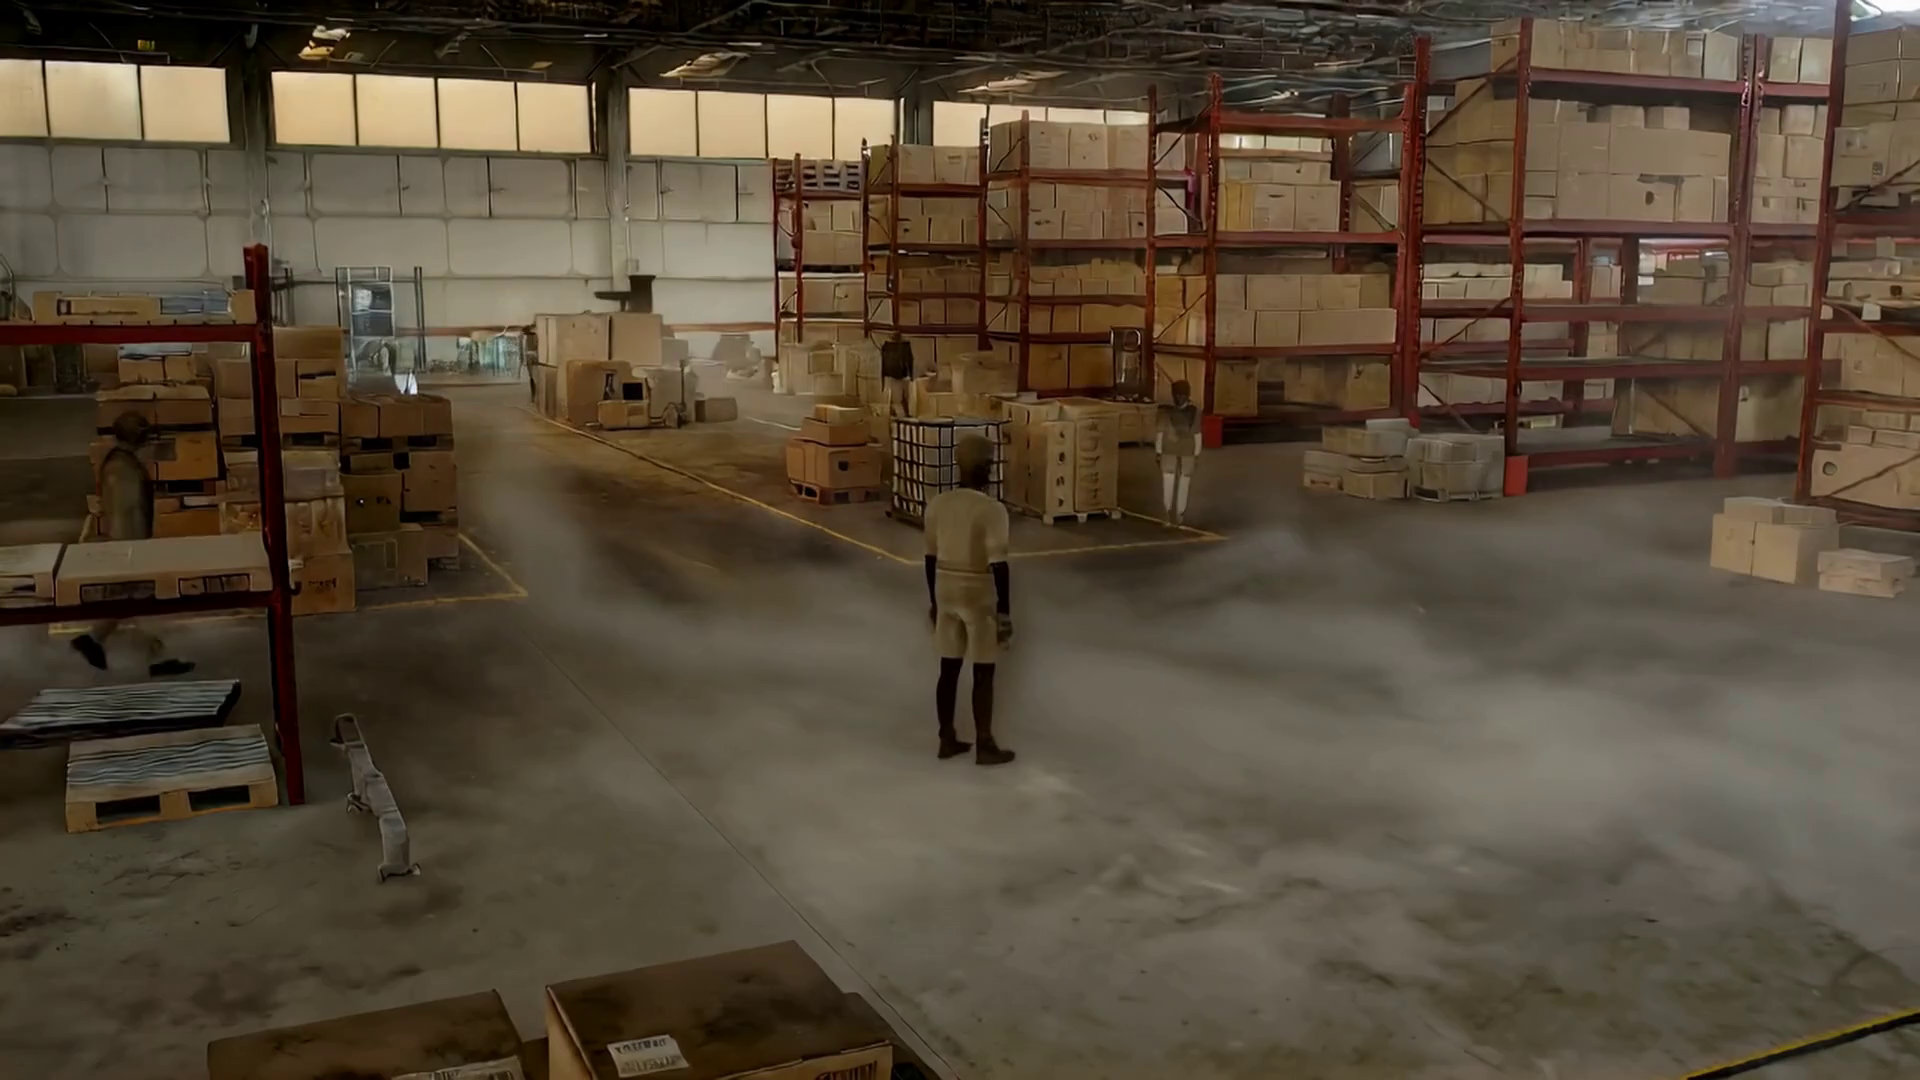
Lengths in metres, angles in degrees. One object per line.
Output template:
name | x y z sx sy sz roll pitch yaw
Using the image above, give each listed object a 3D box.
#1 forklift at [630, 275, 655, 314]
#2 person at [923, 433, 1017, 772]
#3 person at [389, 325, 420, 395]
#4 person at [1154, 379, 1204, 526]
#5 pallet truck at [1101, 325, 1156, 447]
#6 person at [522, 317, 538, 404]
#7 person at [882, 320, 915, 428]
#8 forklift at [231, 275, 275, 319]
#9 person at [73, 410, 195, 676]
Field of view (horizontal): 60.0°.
forklift | -7.300 -4.718 38.361 1.873 2.768 1.129 -4 10 -25
person | 0.056 0.360 9.683 0.608 1.965 0.369 8 12 39
person | -11.049 -3.351 33.087 0.625 1.846 0.429 -9 12 -43
person | 2.485 -0.978 18.830 0.553 1.679 0.497 0 9 2
pallet truck | 2.881 -2.596 27.923 0.823 1.965 1.885 -1 9 -7
person | -9.242 -3.905 36.328 0.555 1.907 0.815 0 9 -2
person | -1.150 -3.075 30.908 0.612 1.995 0.379 -2 9 -9
forklift | -17.335 -5.133 40.932 1.873 2.768 1.129 9 13 44
person | -5.889 0.041 11.779 0.669 1.925 0.642 -6 11 -34
